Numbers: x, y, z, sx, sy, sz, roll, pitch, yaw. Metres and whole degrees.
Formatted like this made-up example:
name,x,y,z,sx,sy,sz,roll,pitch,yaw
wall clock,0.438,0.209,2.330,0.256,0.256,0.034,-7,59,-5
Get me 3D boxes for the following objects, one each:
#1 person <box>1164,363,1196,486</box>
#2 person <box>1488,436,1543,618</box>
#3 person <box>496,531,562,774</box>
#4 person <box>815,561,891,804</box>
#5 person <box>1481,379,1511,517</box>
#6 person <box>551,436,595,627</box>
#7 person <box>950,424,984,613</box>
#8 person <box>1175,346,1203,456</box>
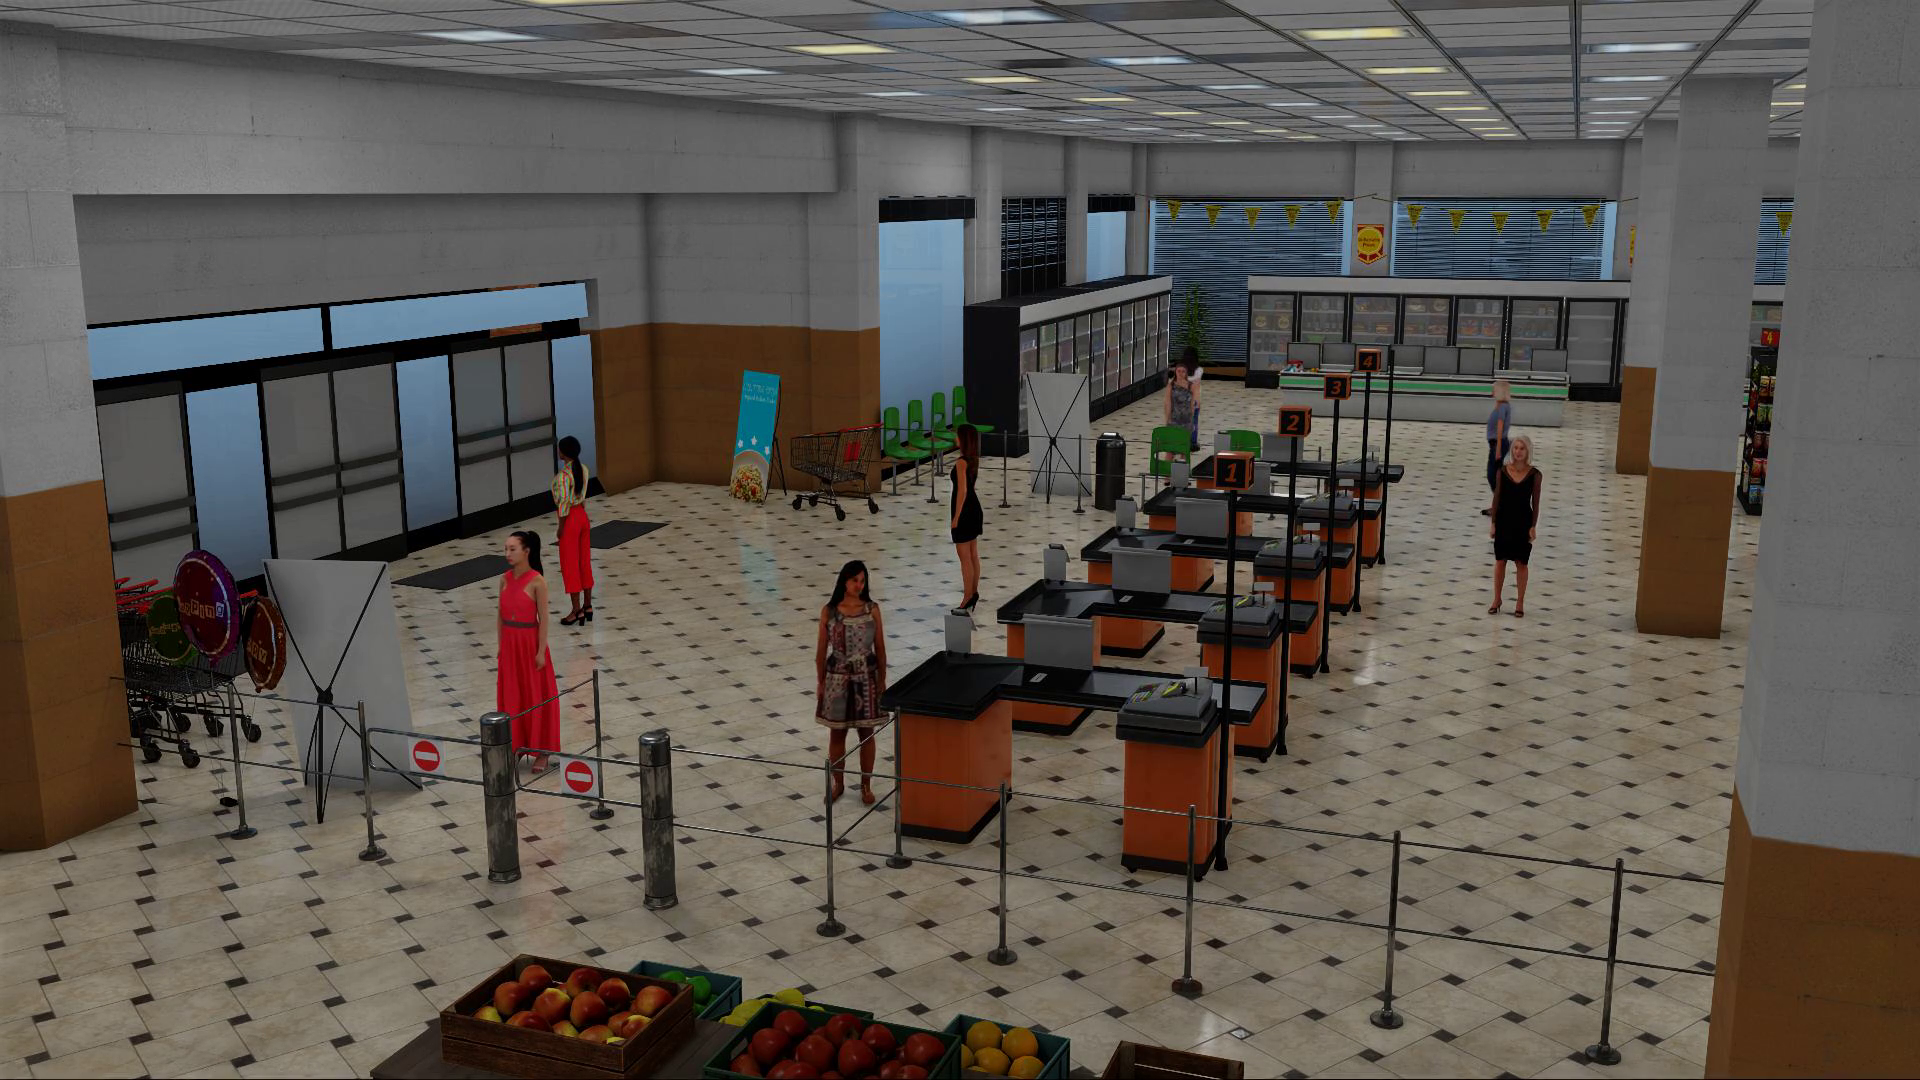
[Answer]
name,x,y,z,sx,sy,sz,roll,pitch,yaw
person,3.051,-1.611,23.069,0.566,1.701,0.699,-1,12,-4
person,5.324,-0.138,15.956,0.503,1.749,0.684,7,14,30
person,-3.048,0.778,11.659,0.518,1.727,0.682,5,13,24
person,-0.713,0.943,11.096,0.662,1.636,0.798,0,12,1
person,6.782,-1.135,20.878,0.504,1.671,0.598,4,12,17
person,-3.631,-0.093,15.633,0.512,1.793,0.583,4,13,19
person,0.061,-0.212,16.098,0.508,1.835,0.568,4,13,19
person,3.446,-2.086,25.436,1.092,1.654,0.848,7,14,32
